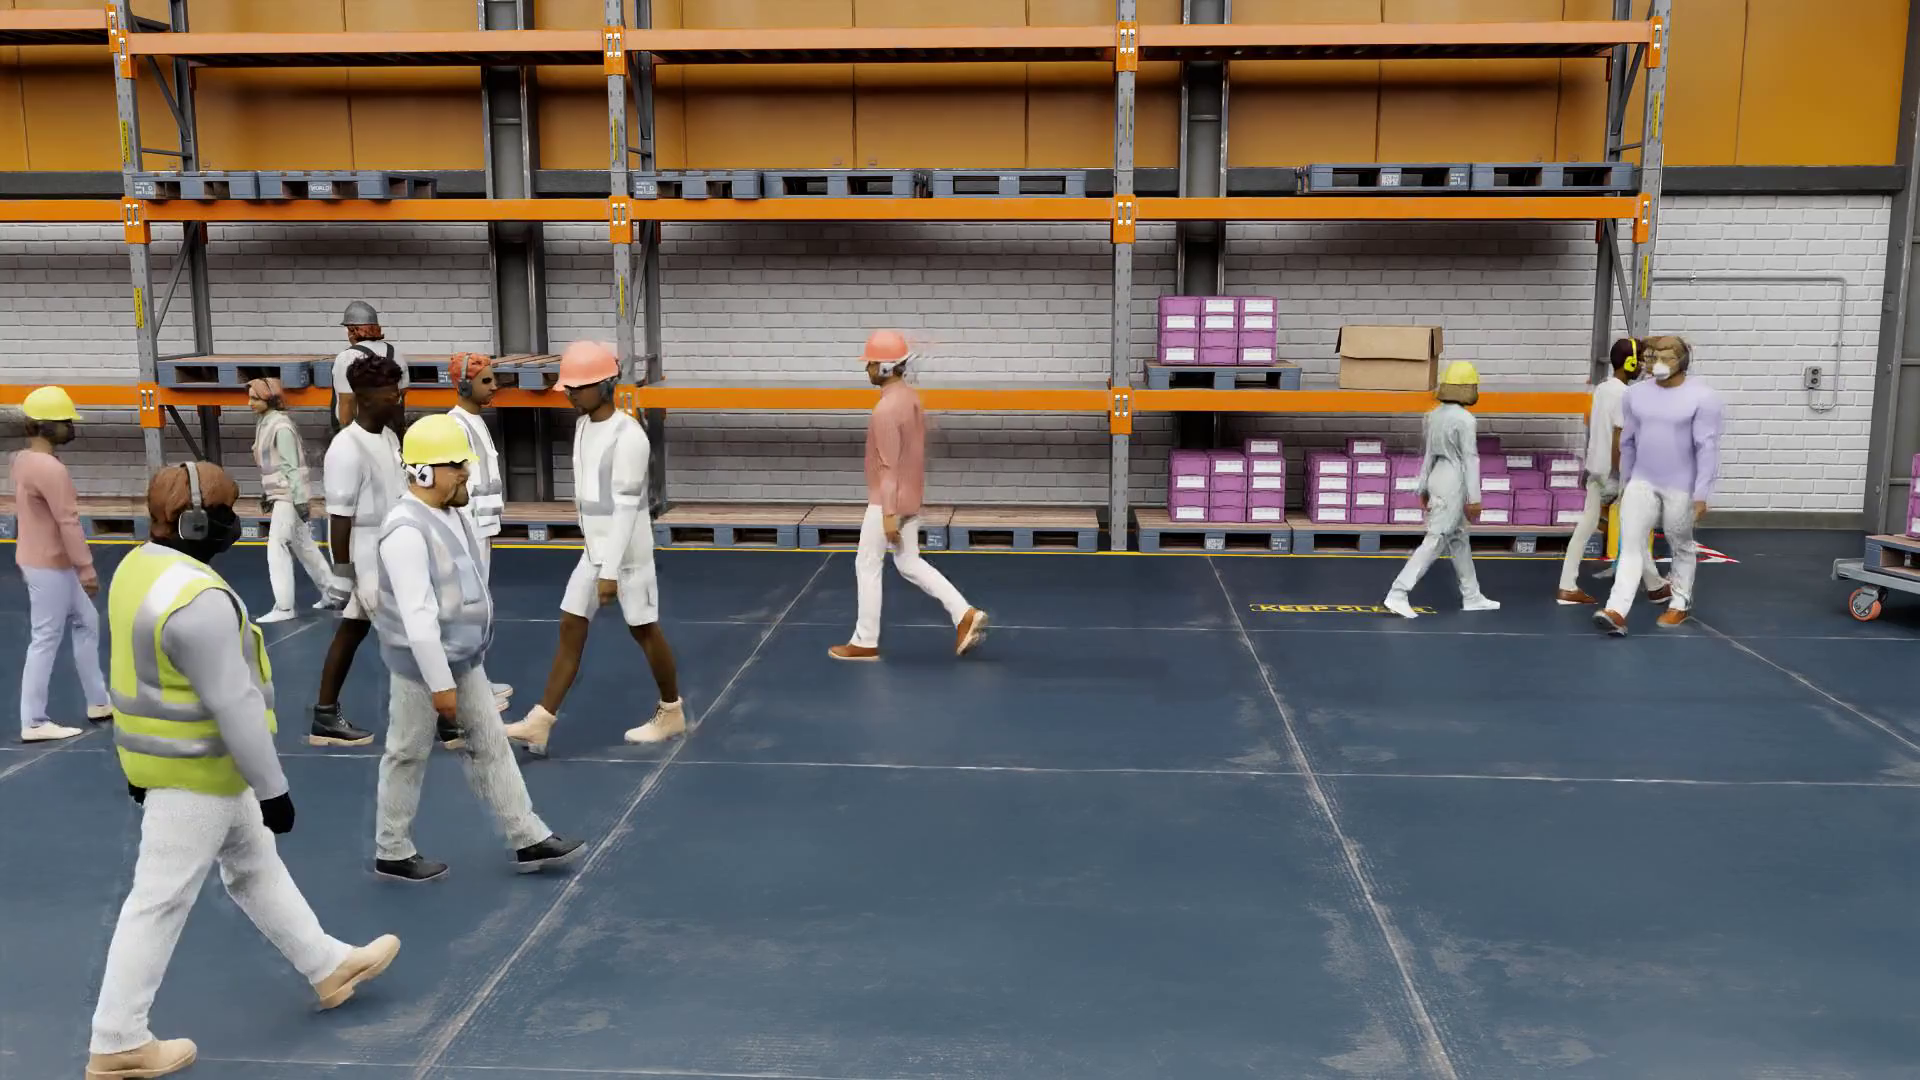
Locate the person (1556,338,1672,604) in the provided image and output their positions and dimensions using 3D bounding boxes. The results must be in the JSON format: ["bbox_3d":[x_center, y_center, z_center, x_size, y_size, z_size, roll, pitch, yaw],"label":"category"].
[{"bbox_3d":[4.536,-0.450,11.312,0.960,1.817,0.537,-1,10,-6],"label":"person"}]

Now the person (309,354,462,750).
[{"bbox_3d":[-2.730,0.069,7.980,0.984,1.909,0.632,-1,10,-3],"label":"person"}]

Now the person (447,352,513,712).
[{"bbox_3d":[-2.563,-0.042,8.744,0.337,1.882,0.583,-1,10,-9],"label":"person"}]

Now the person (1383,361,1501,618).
[{"bbox_3d":[3.206,-0.334,10.984,0.900,1.701,0.500,-2,10,-13],"label":"person"}]

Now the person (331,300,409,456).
[{"bbox_3d":[-4.646,-0.846,12.991,0.536,2.000,0.683,4,11,24],"label":"person"}]

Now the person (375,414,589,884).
[{"bbox_3d":[-1.844,0.434,6.214,0.883,1.790,0.612,1,10,3],"label":"person"}]

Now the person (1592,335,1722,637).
[{"bbox_3d":[4.366,-0.328,10.393,1.032,1.884,0.654,-9,13,-42],"label":"person"}]

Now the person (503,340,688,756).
[{"bbox_3d":[-1.732,0.066,7.820,1.052,1.981,0.630,-8,12,-38],"label":"person"}]

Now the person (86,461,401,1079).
[{"bbox_3d":[-2.172,0.657,4.921,0.980,1.786,0.655,-7,12,-37],"label":"person"}]

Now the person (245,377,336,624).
[{"bbox_3d":[-4.365,-0.274,10.932,0.605,1.604,0.534,-6,11,-31],"label":"person"}]

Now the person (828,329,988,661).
[{"bbox_3d":[-0.314,-0.243,9.690,0.861,1.967,0.618,3,10,19],"label":"person"}]

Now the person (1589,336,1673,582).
[{"bbox_3d":[4.883,-0.538,11.834,0.791,1.812,0.560,1,10,4],"label":"person"}]

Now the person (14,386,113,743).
[{"bbox_3d":[-4.384,0.112,8.254,0.719,1.740,0.542,-8,13,-41],"label":"person"}]
